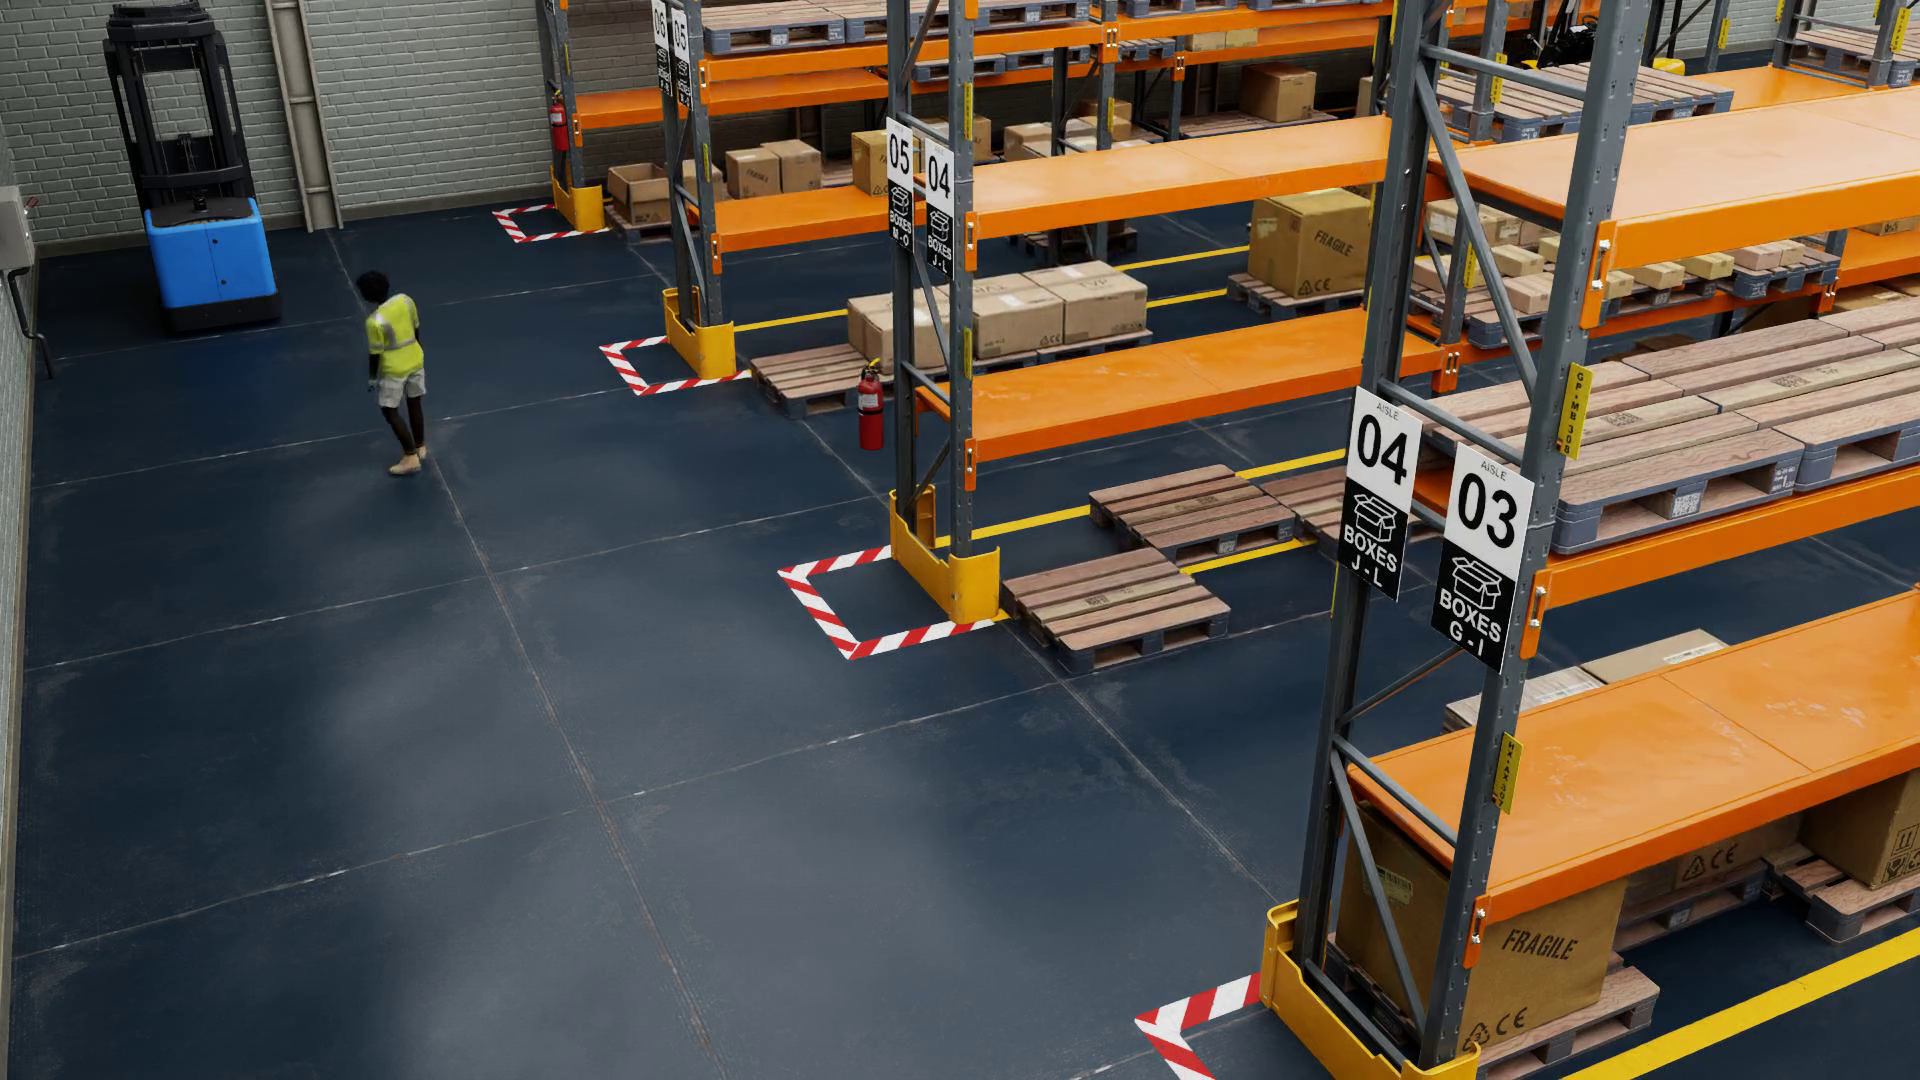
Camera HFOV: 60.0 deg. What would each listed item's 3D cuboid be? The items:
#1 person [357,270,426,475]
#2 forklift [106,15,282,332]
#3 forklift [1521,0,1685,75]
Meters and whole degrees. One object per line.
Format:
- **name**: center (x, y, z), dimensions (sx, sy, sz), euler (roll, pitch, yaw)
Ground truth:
- **person**: center (-4.429, -1.349, 13.161), dimensions (0.405, 1.673, 0.594), euler (12, 30, 22)
- **forklift**: center (-7.548, -3.672, 16.323), dimensions (1.129, 2.768, 1.873), euler (-12, 30, -22)
- **forklift**: center (8.950, -6.807, 23.056), dimensions (1.214, 2.155, 2.313), euler (-12, 30, -22)
